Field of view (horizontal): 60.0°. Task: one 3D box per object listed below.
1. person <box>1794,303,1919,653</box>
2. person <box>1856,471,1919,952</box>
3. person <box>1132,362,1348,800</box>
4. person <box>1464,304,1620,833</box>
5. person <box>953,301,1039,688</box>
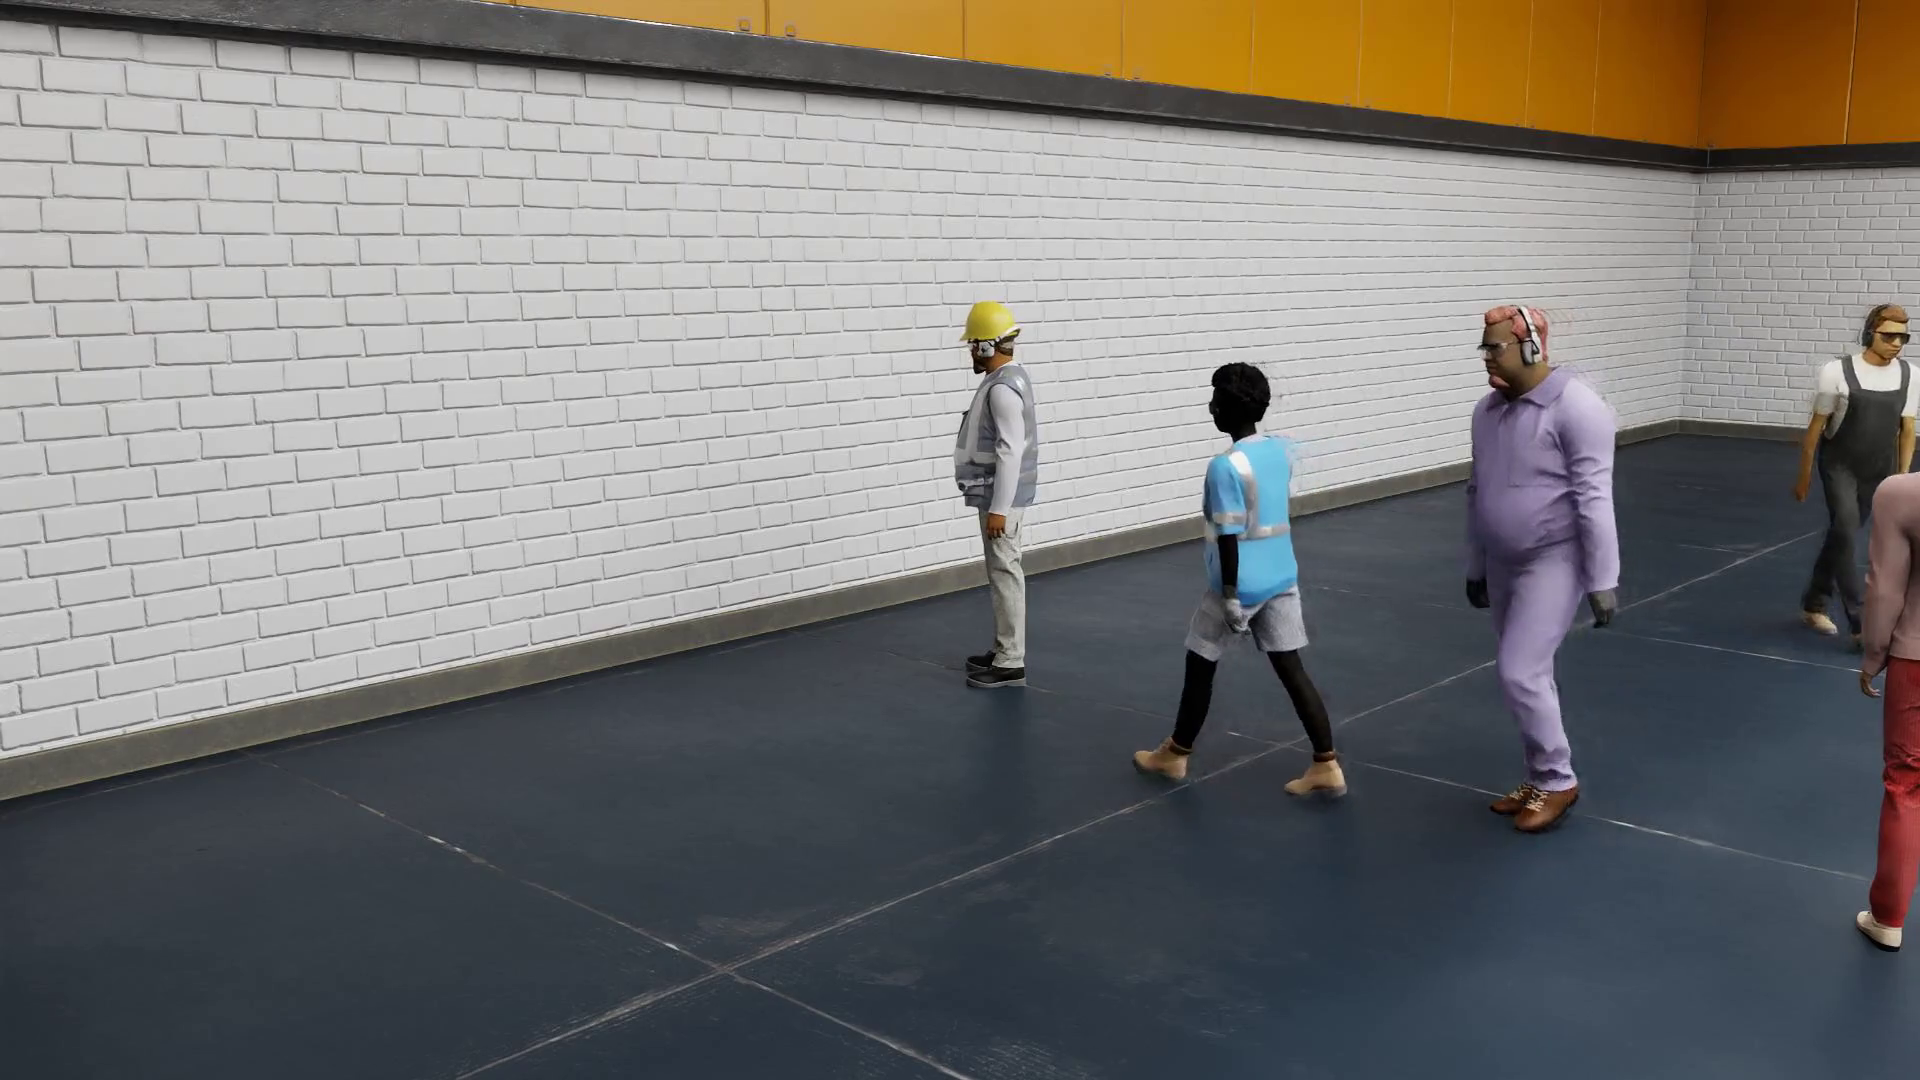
[{"bbox_3d":[4.692,-0.324,8.633,0.503,1.784,0.929,-1,10,-3],"label":"person"},{"bbox_3d":[2.906,0.355,4.845,0.525,1.769,0.310,4,11,23],"label":"person"},{"bbox_3d":[1.108,0.156,6.294,0.862,1.655,0.538,9,14,42],"label":"person"},{"bbox_3d":[2.060,0.102,5.970,0.487,1.876,0.664,-3,10,-17],"label":"person"},{"bbox_3d":[0.170,-0.214,7.908,0.403,1.824,0.601,0,10,2],"label":"person"}]
